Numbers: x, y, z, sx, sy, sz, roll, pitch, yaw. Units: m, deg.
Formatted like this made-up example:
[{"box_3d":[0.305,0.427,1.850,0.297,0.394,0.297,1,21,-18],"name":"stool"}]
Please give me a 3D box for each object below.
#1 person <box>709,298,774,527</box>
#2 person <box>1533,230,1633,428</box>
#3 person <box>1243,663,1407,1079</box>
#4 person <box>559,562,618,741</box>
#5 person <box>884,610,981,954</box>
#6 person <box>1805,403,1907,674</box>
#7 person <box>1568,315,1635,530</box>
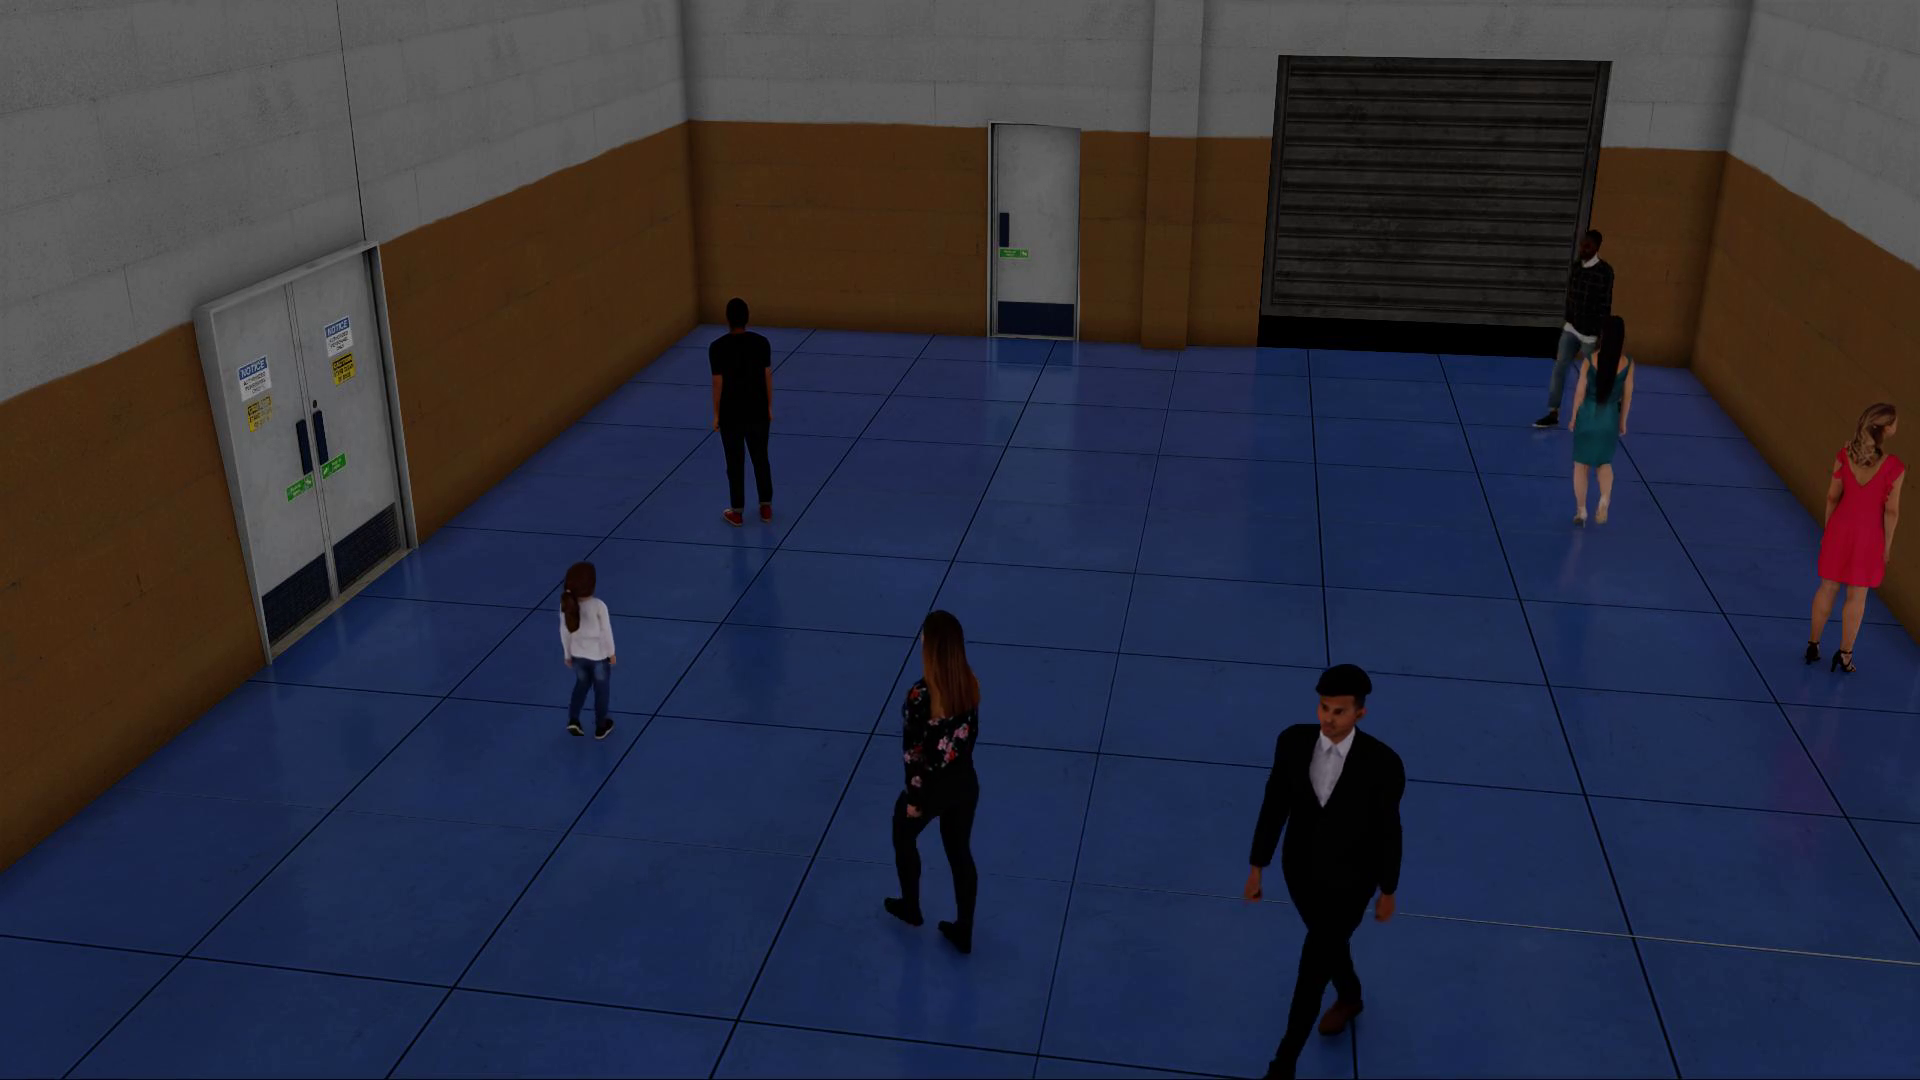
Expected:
[{"box_3d":[-1.640,-0.971,12.612,0.685,1.758,0.786,-8,23,-20],"name":"person"},{"box_3d":[5.645,-1.851,14.772,1.304,1.781,1.132,-8,23,-20],"name":"person"},{"box_3d":[1.543,1.333,6.784,1.261,1.827,1.196,18,28,38],"name":"person"},{"box_3d":[-2.128,0.649,9.459,0.534,1.102,0.526,5,23,13],"name":"person"},{"box_3d":[-0.034,1.134,7.499,0.827,1.664,0.889,-15,27,-34],"name":"person"},{"box_3d":[5.525,-0.017,10.279,0.724,1.727,0.659,-16,27,-34],"name":"person"},{"box_3d":[4.761,-0.834,12.384,0.698,1.674,0.625,3,22,7],"name":"person"}]
